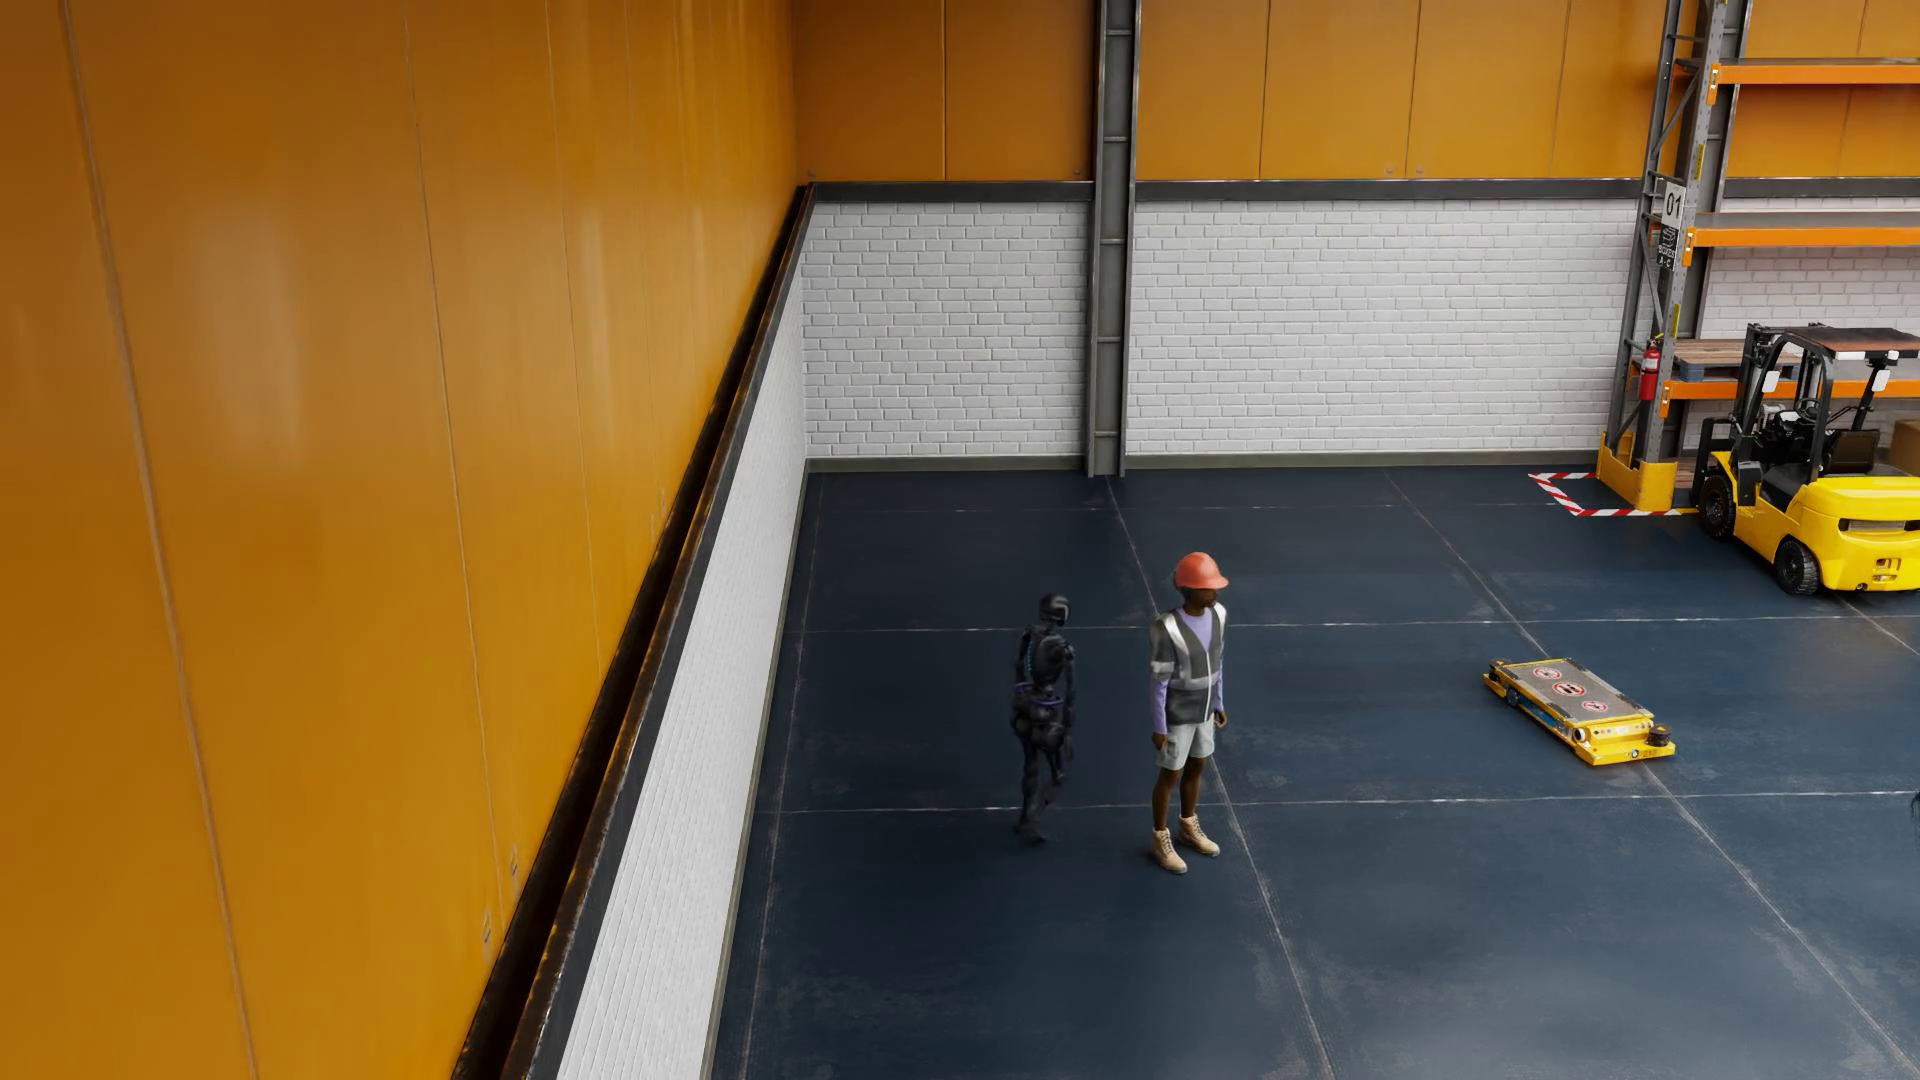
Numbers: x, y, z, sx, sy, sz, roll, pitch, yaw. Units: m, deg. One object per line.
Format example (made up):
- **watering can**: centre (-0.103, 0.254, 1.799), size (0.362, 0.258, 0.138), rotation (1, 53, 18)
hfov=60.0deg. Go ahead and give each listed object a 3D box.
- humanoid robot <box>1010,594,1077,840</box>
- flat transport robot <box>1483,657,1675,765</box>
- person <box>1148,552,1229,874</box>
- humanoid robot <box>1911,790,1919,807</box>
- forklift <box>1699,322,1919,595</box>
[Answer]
- **humanoid robot**: centre (0.472, 1.112, 10.510), size (0.400, 1.649, 0.608), rotation (-14, 25, -34)
- **flat transport robot**: centre (4.522, 1.227, 12.226), size (0.659, 0.231, 1.431), rotation (-5, 21, -14)
- **person**: centre (1.409, 1.040, 10.168), size (0.613, 2.047, 0.356), rotation (-16, 26, -37)
- **humanoid robot**: centre (5.861, 1.455, 9.604), size (0.592, 1.638, 0.648), rotation (10, 22, 24)
- **forklift**: centre (7.809, -0.792, 14.926), size (1.214, 2.155, 2.313), rotation (-1, 20, -2)
